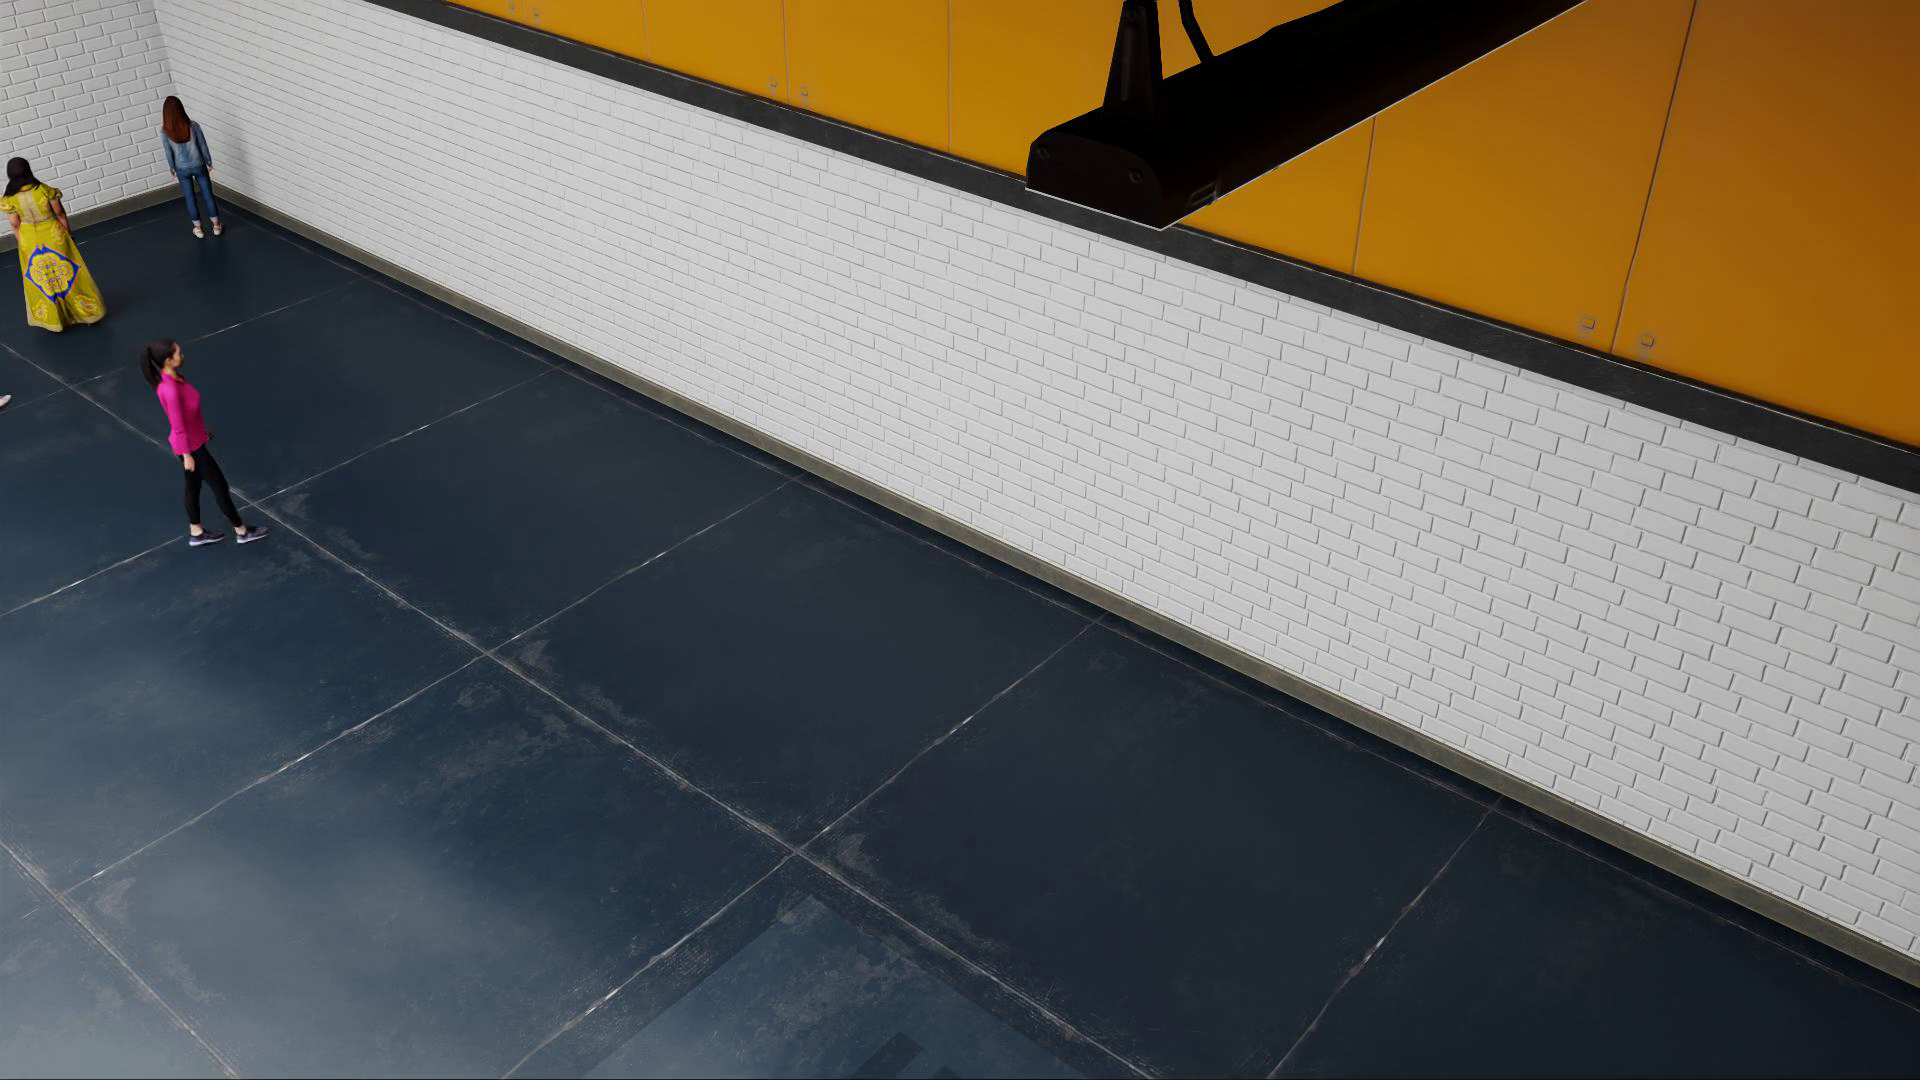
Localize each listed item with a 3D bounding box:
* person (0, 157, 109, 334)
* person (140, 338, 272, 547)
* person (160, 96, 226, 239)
[{"bbox_3d":[-8.377,-2.708,15.239,0.882,1.659,1.029,-17,37,-23],"label":"person"},{"bbox_3d":[-5.715,-0.677,12.157,0.924,1.688,0.801,-13,36,-19],"label":"person"},{"bbox_3d":[-7.909,-3.838,17.094,0.579,1.477,0.700,-13,36,-19],"label":"person"}]
